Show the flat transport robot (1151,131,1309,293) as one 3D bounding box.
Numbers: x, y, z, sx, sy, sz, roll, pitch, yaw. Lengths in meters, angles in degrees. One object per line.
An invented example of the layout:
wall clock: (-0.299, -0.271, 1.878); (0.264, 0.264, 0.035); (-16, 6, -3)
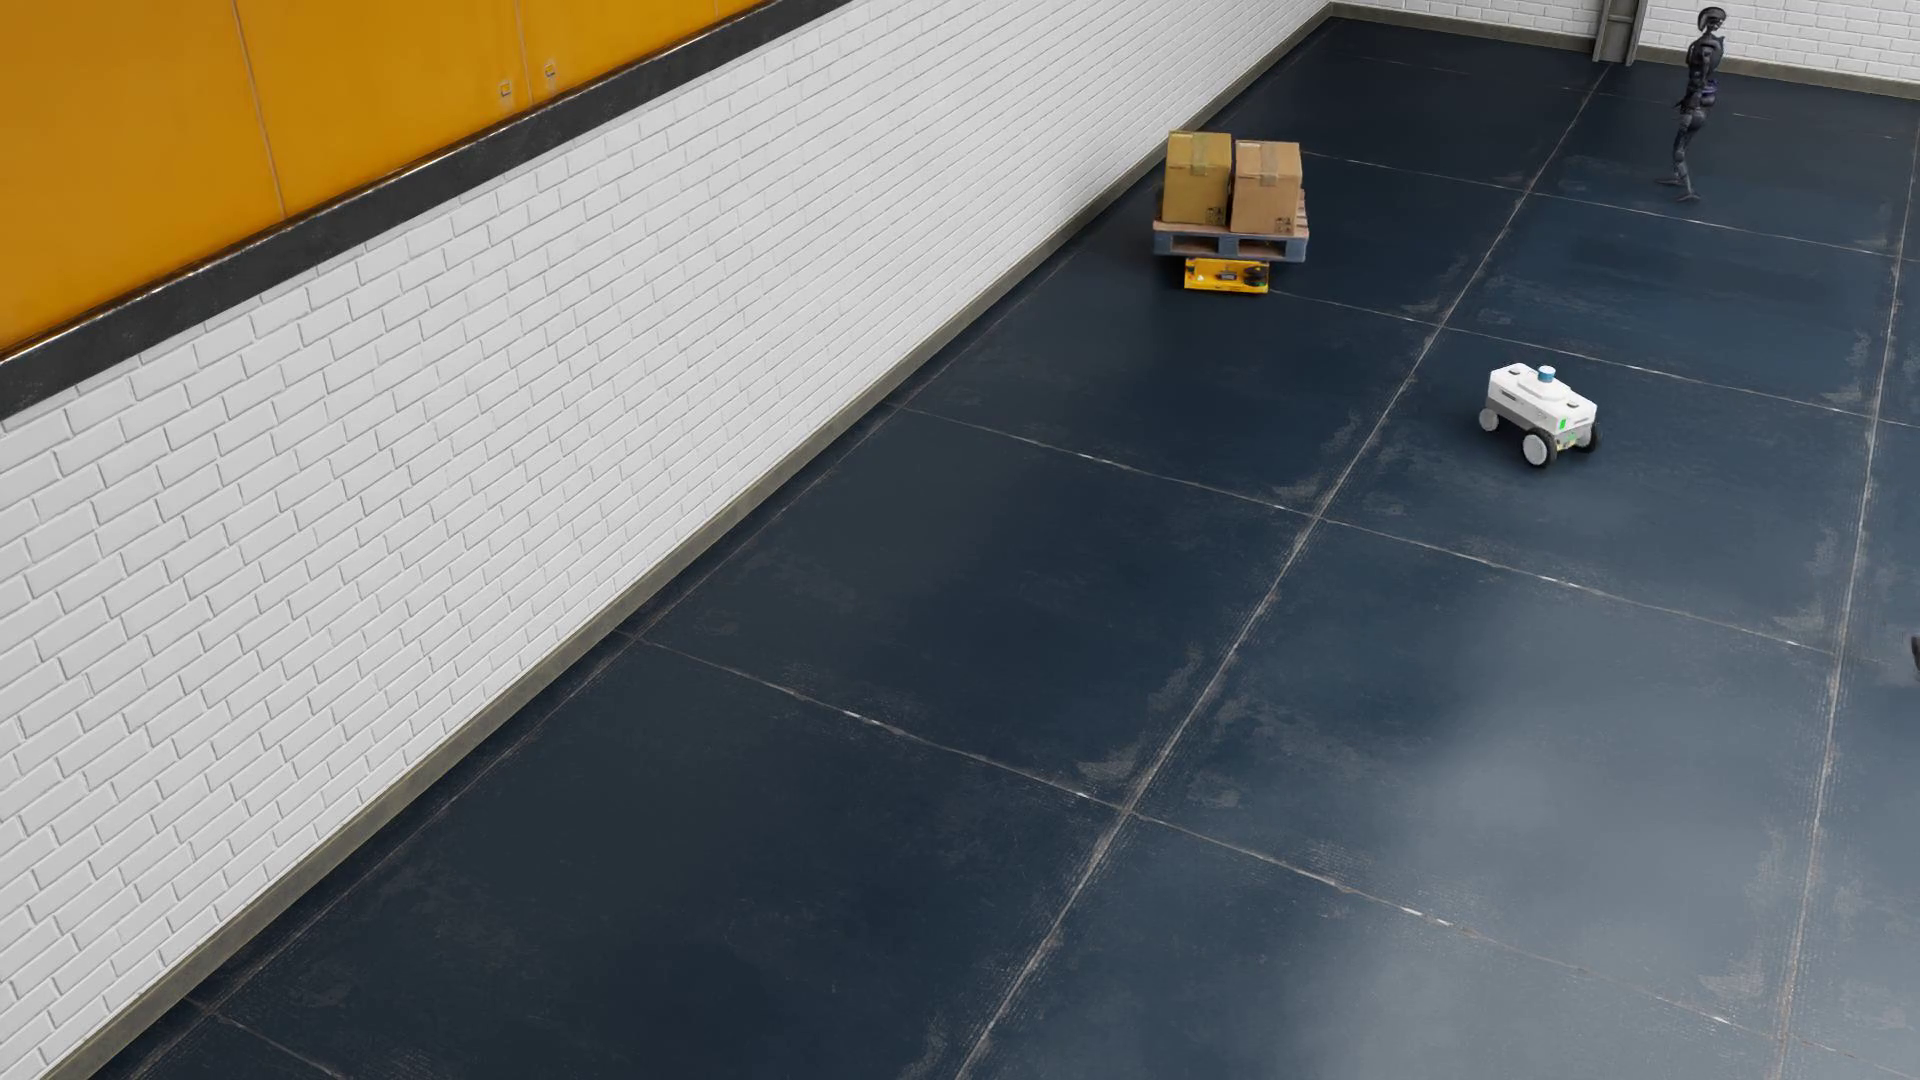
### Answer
flat transport robot: (2.170, -2.398, 13.545); (0.659, 0.231, 1.431); (4, 34, 6)

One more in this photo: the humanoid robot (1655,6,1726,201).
humanoid robot: (6.352, -3.760, 14.311); (0.400, 1.634, 0.600); (11, 36, 16)

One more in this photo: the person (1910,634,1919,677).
person: (5.429, 0.063, 8.493); (0.523, 1.816, 0.619); (21, 39, 28)

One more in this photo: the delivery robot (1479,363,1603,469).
delivery robot: (3.847, -0.840, 10.988); (0.499, 0.614, 0.791); (-17, 38, -24)
